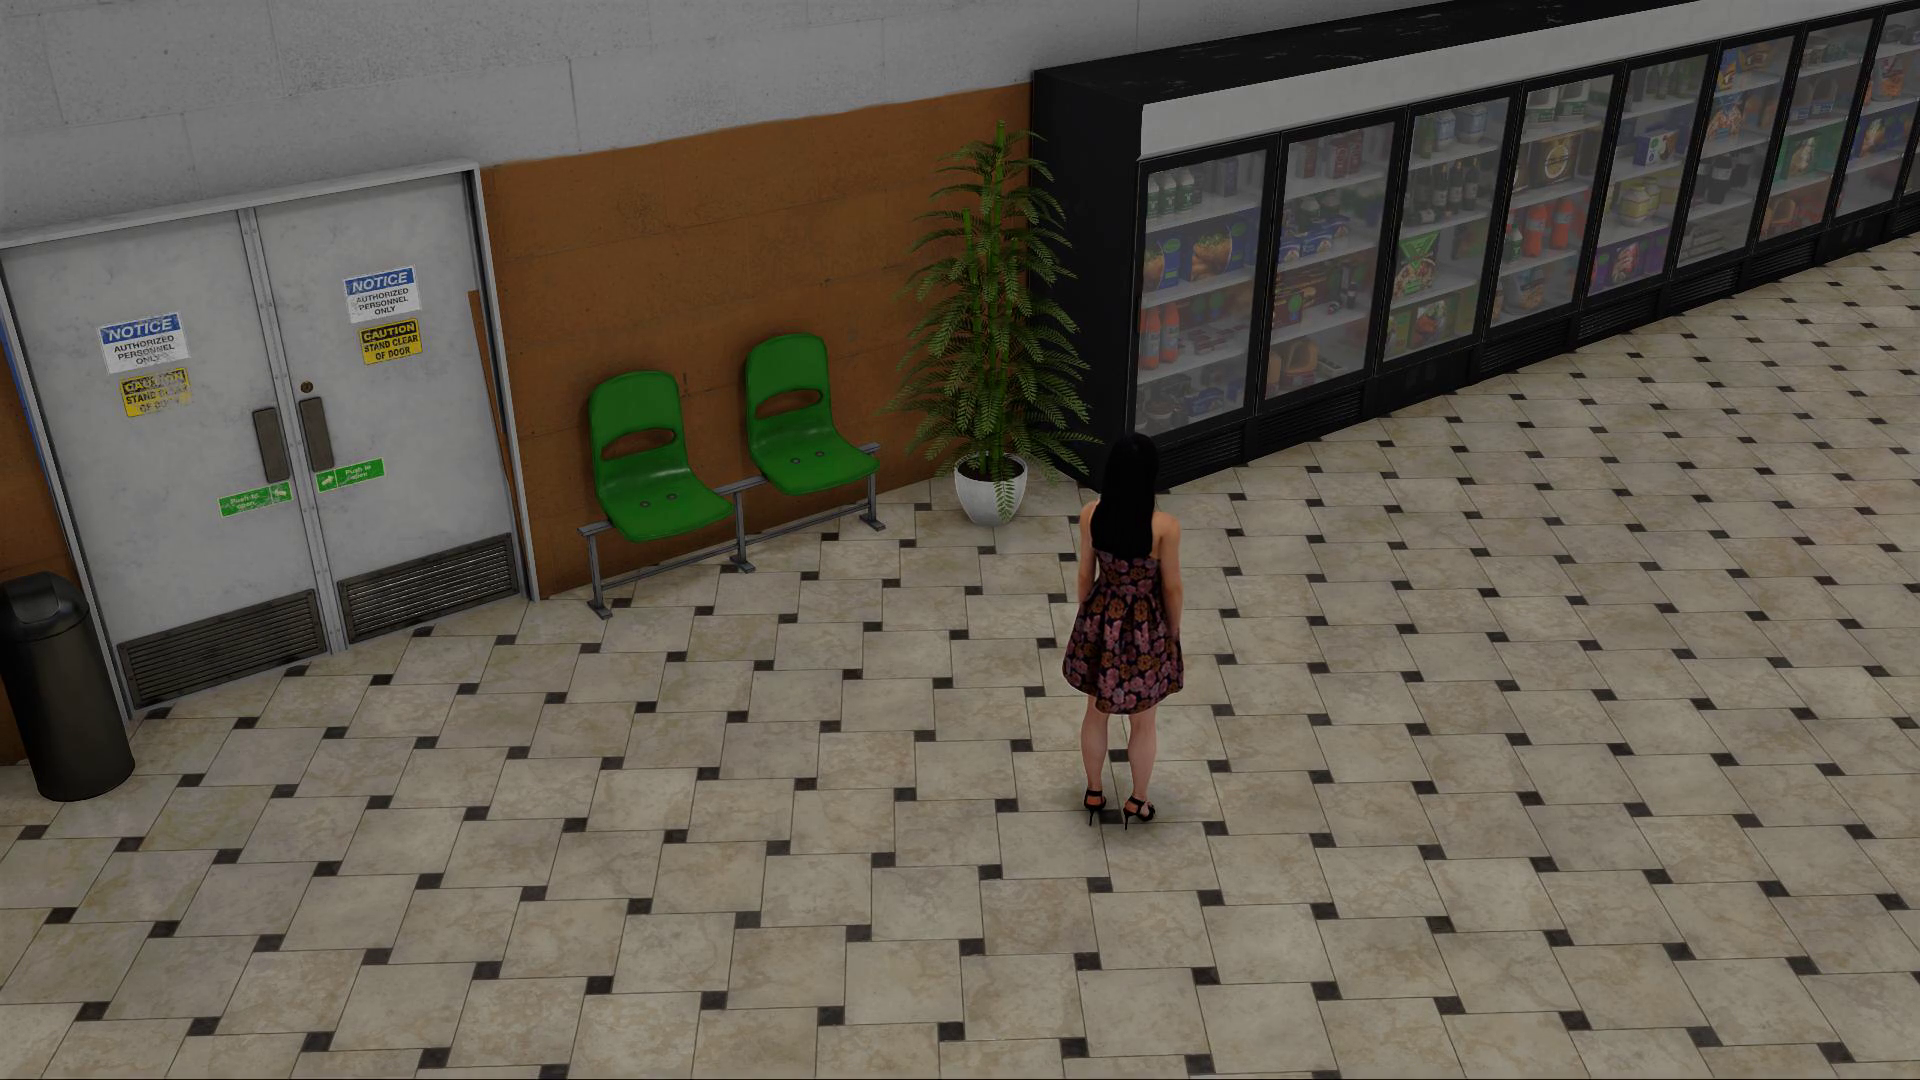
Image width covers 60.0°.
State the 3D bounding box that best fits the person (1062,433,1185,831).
[{"bbox_3d":[0.660,0.384,6.627,0.784,1.774,0.860,10,30,18],"label":"person"}]
